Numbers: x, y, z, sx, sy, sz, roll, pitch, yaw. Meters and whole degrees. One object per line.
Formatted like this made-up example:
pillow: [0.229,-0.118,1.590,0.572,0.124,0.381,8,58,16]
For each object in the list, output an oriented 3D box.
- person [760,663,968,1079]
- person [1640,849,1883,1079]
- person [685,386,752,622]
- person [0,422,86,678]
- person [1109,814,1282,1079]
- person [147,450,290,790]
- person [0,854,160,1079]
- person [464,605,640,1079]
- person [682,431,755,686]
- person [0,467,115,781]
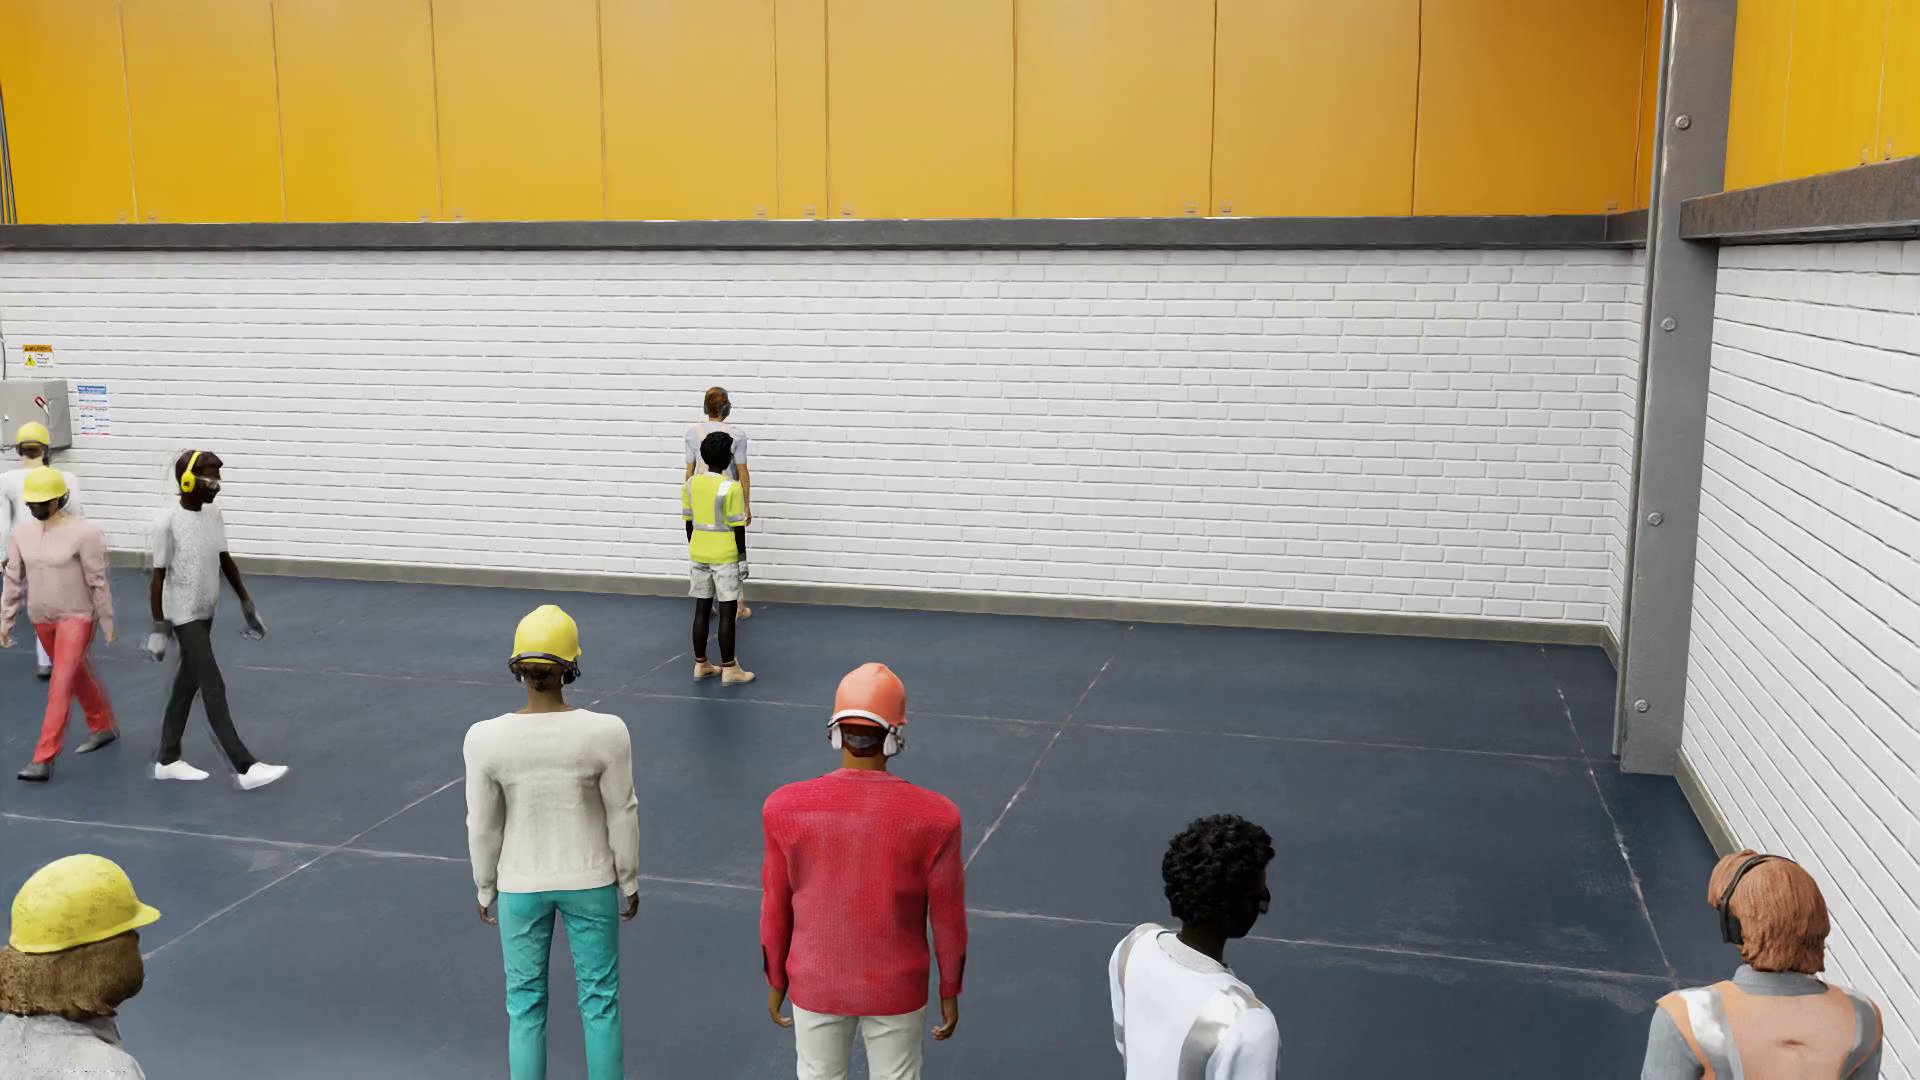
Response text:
person: [-0.263,1.198,4.612,0.576,1.737,0.354,0,10,2]
person: [1.635,1.446,3.464,0.528,1.630,0.319,-1,10,-8]
person: [-1.876,-0.274,12.957,0.517,1.844,0.332,2,10,10]
person: [-6.279,0.051,11.404,0.541,1.715,0.931,-2,10,-14]
person: [0.500,1.403,3.557,0.319,1.687,0.539,-5,11,-25]
person: [-3.988,0.430,8.902,0.932,1.822,0.521,1,10,5]
person: [-1.736,1.453,3.224,0.895,1.702,0.485,-9,13,-42]
person: [-1.267,1.078,5.229,0.524,1.769,0.316,-1,10,-8]
person: [-1.611,0.119,11.077,0.541,1.696,0.316,7,12,36]
person: [-5.006,0.436,9.193,0.554,1.702,0.958,1,10,7]
